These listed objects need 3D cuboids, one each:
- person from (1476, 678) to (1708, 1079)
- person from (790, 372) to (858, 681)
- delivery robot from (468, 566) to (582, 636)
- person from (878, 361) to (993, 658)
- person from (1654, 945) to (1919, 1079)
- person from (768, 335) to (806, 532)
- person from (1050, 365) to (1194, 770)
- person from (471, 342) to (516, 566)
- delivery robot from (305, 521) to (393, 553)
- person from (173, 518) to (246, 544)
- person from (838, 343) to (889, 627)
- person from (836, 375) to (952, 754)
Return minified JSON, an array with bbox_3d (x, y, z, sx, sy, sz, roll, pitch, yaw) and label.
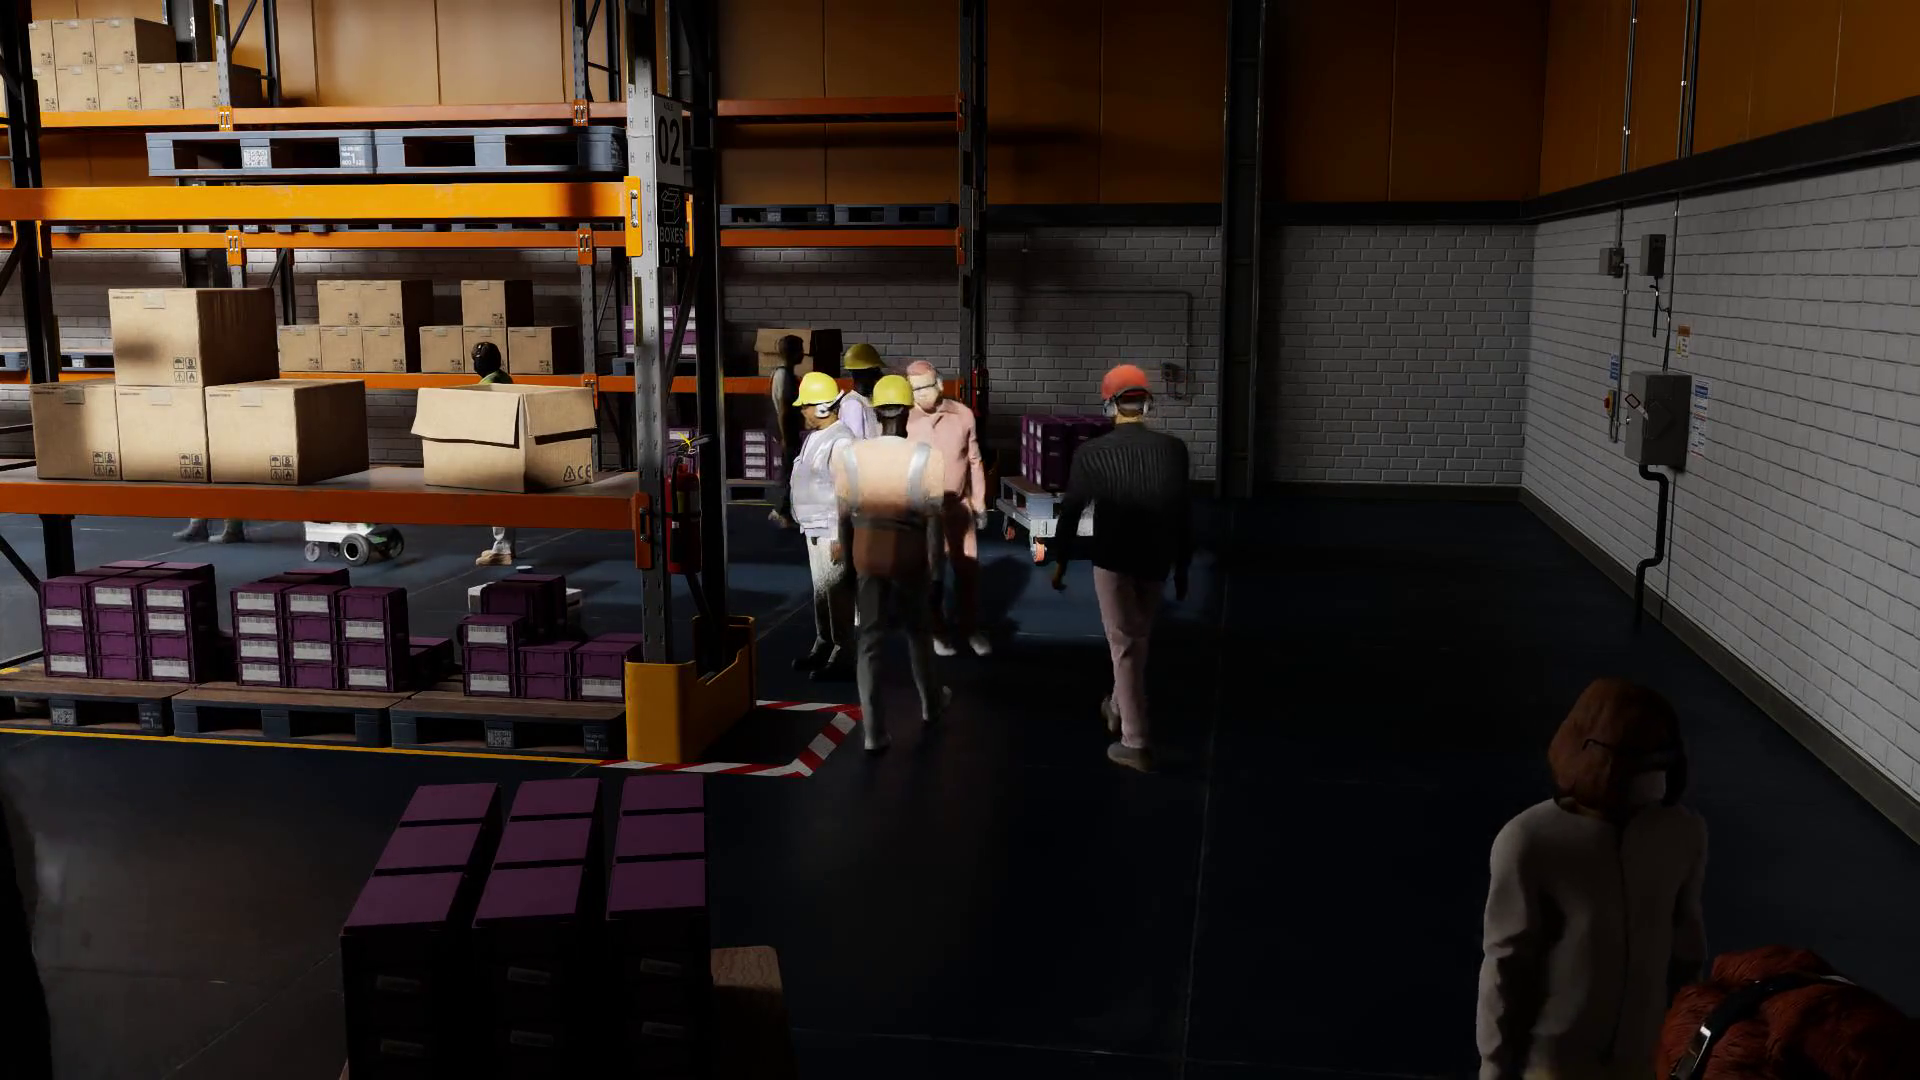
[{"bbox_3d":[1.284,1.051,3.505,0.503,1.615,0.650,-3,10,-16],"label":"person"},{"bbox_3d":[-0.803,-0.081,9.859,0.404,1.824,0.586,-4,10,-22],"label":"person"},{"bbox_3d":[-2.733,0.407,10.466,0.707,0.478,0.477,4,10,24],"label":"delivery robot"},{"bbox_3d":[-0.119,-0.168,10.269,0.733,1.868,0.607,-3,10,-20],"label":"person"},{"bbox_3d":[0.633,1.253,1.400,0.572,1.883,0.356,-2,9,-14],"label":"person"},{"bbox_3d":[-1.544,-0.969,15.327,0.400,1.835,0.537,0,9,-2],"label":"person"},{"bbox_3d":[0.799,0.104,8.337,0.644,1.936,0.991,-2,9,-15],"label":"person"},{"bbox_3d":[-3.850,-0.708,13.707,0.430,1.840,0.621,-1,9,-4],"label":"person"},{"bbox_3d":[-5.088,-0.135,13.831,0.707,0.478,0.477,3,10,20],"label":"delivery robot"},{"bbox_3d":[-6.729,-0.905,14.669,0.774,1.917,0.640,-3,10,-17],"label":"person"},{"bbox_3d":[-0.662,-0.373,11.342,0.360,1.930,0.587,0,9,-2],"label":"person"},{"bbox_3d":[-0.326,0.098,8.558,0.598,1.877,0.947,2,9,14],"label":"person"}]
